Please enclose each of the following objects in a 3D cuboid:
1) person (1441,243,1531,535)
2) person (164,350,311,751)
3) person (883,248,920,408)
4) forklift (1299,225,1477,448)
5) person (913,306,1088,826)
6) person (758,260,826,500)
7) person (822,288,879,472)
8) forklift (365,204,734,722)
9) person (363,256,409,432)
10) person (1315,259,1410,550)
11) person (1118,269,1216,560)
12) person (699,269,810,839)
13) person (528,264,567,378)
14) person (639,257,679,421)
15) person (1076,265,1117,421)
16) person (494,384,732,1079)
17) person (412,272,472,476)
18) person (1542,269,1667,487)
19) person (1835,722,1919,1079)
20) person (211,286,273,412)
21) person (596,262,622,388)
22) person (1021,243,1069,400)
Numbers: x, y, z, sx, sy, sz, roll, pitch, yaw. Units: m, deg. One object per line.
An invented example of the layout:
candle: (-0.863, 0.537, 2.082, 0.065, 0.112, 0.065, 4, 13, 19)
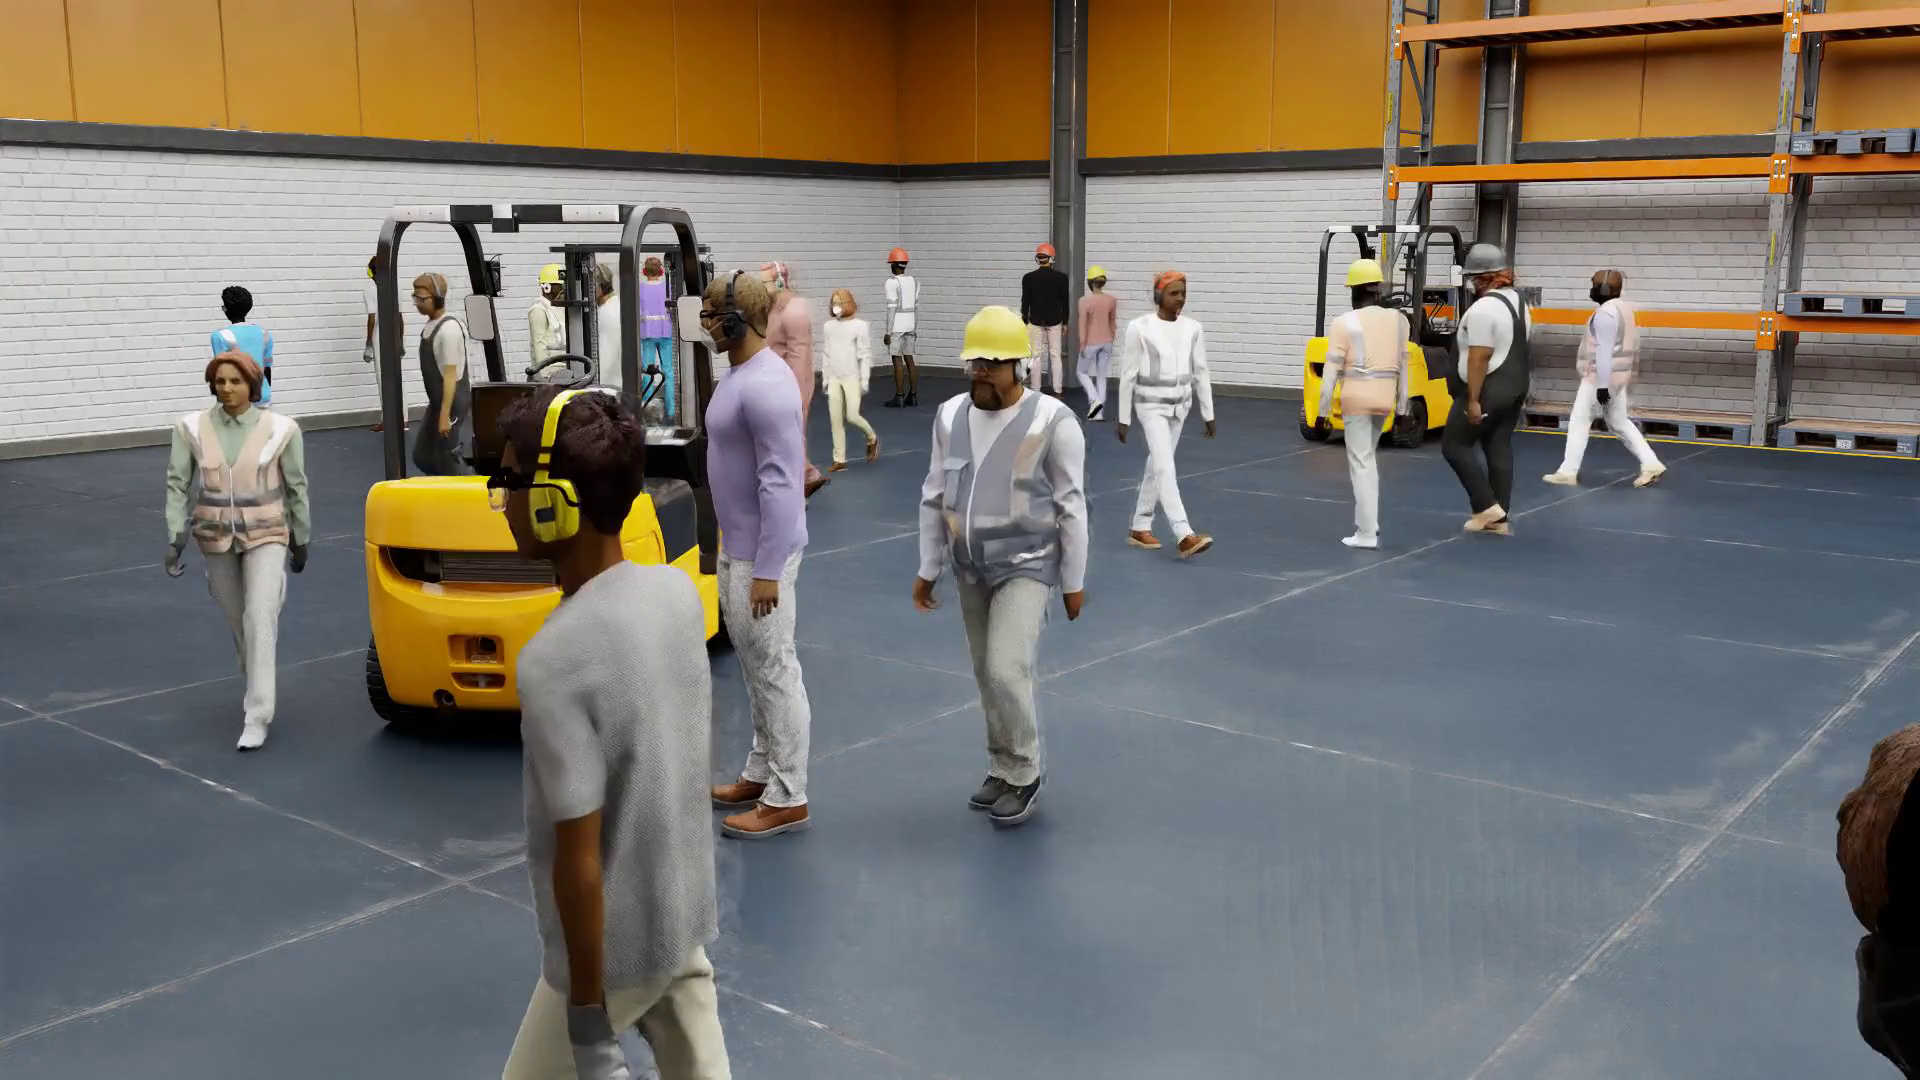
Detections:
person: (3.613, -1.033, 11.425, 0.723, 2.000, 0.538, -9, 14, -41)
person: (-2.973, 0.003, 6.909, 0.521, 1.598, 0.861, -1, 10, -8)
person: (-0.741, -2.581, 20.287, 0.371, 1.935, 0.551, 8, 13, 39)
forklift: (4.449, -2.115, 16.993, 1.214, 2.155, 2.313, 8, 13, 38)
person: (0.132, 0.099, 5.791, 0.586, 1.814, 0.556, 8, 13, 39)
person: (-1.281, -1.131, 12.387, 0.442, 1.884, 0.671, -5, 11, -25)
person: (-0.979, -1.416, 14.720, 0.513, 1.615, 0.543, 7, 12, 34)
forklift: (-1.766, -0.406, 7.525, 1.214, 2.155, 2.313, 1, 10, 7)
person: (-6.129, -2.077, 17.696, 0.313, 1.864, 0.534, 6, 12, 28)
person: (2.654, -0.899, 11.041, 0.605, 1.904, 0.583, -5, 11, -24)
person: (1.382, -0.799, 10.678, 0.610, 1.835, 0.955, -6, 12, -31)
person: (-0.700, 0.050, 5.708, 0.349, 1.935, 0.635, -3, 11, -17)
person: (-3.649, -1.562, 14.966, 0.403, 1.825, 0.591, 1, 10, 7)
person: (-3.427, -2.253, 18.721, 0.567, 1.846, 0.389, -3, 11, -17)
person: (1.533, -2.198, 18.679, 0.530, 1.755, 0.401, -5, 11, -26)
person: (-0.502, 0.655, 2.689, 0.973, 1.828, 0.522, 4, 11, 22)
person: (-3.489, -0.880, 11.176, 0.393, 1.820, 0.551, -6, 12, -30)
person: (5.386, -1.324, 13.714, 0.910, 1.810, 0.640, 8, 13, 37)
person: (0.730, 0.997, 0.983, 0.627, 1.763, 1.038, -4, 11, -23)
person: (-5.360, -1.047, 12.453, 0.315, 1.696, 0.540, 5, 11, 24)
person: (-2.548, -1.051, 11.976, 0.984, 1.875, 0.628, -4, 11, -22)
person: (1.080, -2.761, 21.142, 0.612, 1.987, 0.400, 0, 10, 2)
